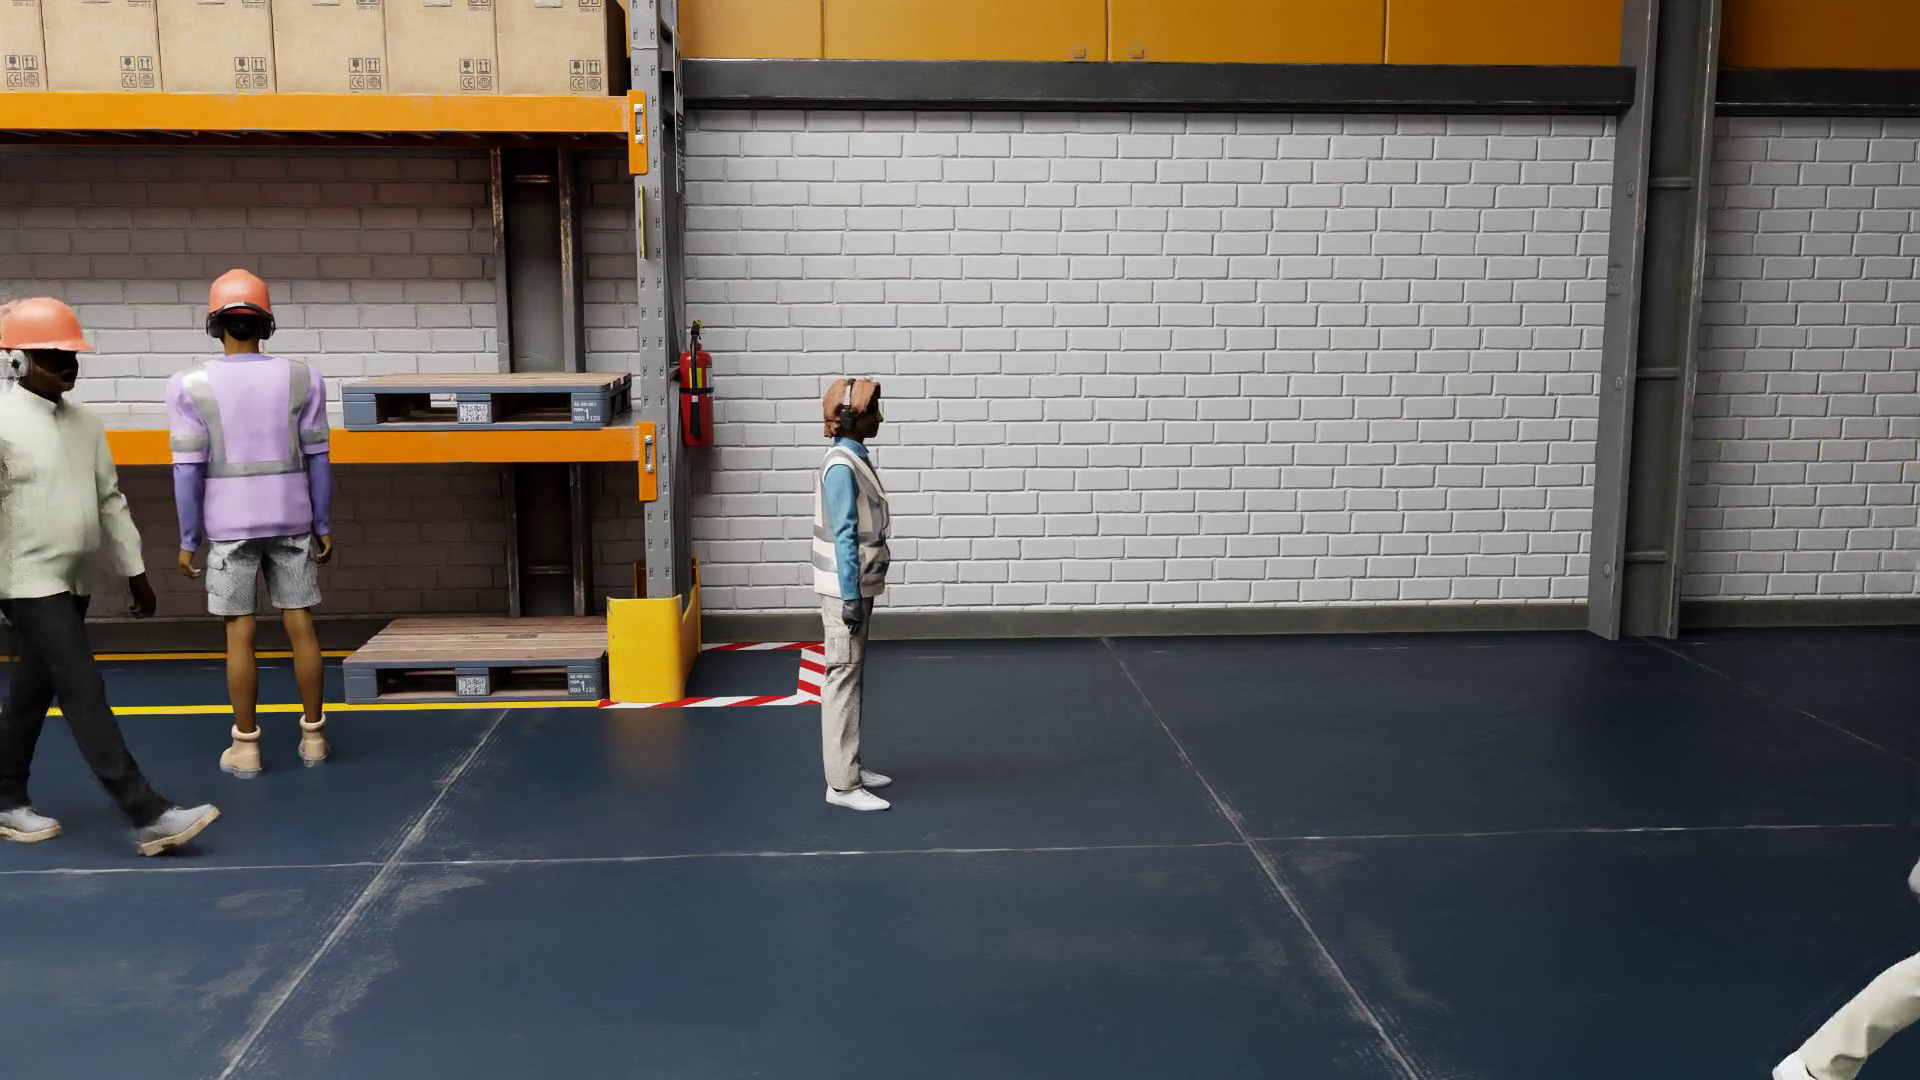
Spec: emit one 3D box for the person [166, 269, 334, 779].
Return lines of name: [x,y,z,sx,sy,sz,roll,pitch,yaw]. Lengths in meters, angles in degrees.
person: [-2.851,-0.061,6.731,0.605,2.045,0.383,-6,11,-33]

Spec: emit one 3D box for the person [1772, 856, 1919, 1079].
person: [2.195,0.561,3.487,0.514,1.835,0.942,-7,12,-39]

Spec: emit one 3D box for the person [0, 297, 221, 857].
person: [-3.089,0.137,5.799,1.009,1.936,0.646,1,9,8]

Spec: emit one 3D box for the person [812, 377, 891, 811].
person: [-0.413,0.201,6.353,0.308,1.641,0.517,0,9,0]
